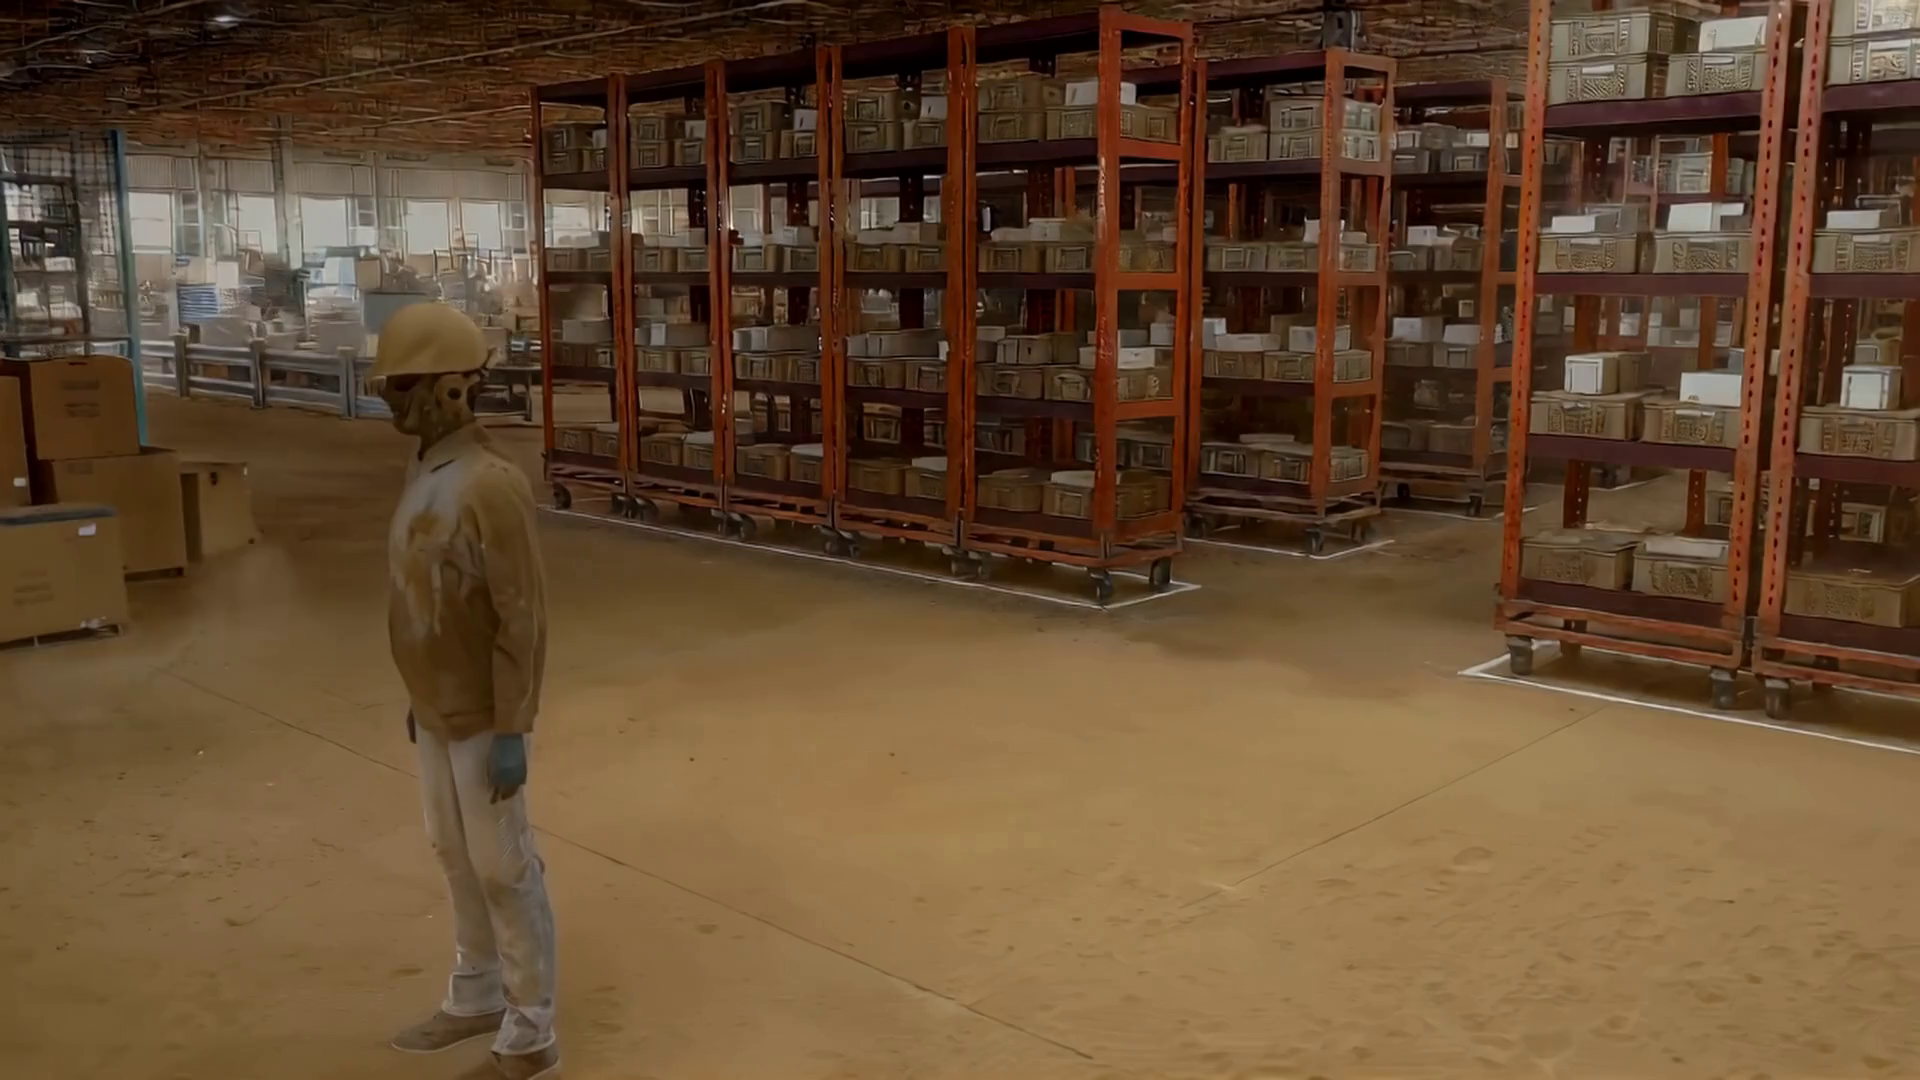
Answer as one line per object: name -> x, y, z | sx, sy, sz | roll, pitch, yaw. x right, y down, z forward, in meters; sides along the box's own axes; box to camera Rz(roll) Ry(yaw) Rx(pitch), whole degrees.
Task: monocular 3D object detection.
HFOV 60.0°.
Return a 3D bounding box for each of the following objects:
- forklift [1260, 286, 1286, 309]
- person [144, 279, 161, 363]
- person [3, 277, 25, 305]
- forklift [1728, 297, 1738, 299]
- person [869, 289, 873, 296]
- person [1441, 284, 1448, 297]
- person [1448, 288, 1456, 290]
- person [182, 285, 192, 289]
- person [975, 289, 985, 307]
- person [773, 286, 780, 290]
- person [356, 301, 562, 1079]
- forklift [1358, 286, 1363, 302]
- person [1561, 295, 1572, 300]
forklift -> 10.822, -9.110, 59.800 | 1.873, 2.768, 1.129 | 9, 13, 43
person -> -17.826, -4.832, 36.703 | 0.400, 1.855, 0.561 | -6, 11, -32
person -> -33.318, -8.428, 58.549 | 0.701, 1.916, 0.662 | 9, 13, 43
forklift -> 19.449, -6.217, 42.064 | 1.873, 2.768, 1.129 | 9, 13, 43
person -> -4.071, -11.108, 75.683 | 0.398, 1.680, 0.556 | -3, 10, -19
person -> 13.743, -6.456, 47.294 | 0.339, 1.670, 0.605 | 4, 10, 24
person -> 16.594, -7.944, 56.173 | 0.544, 1.735, 0.869 | -6, 11, -34
person -> -37.288, -11.883, 80.134 | 0.952, 1.803, 0.644 | -4, 10, -23
person -> 0.772, -8.785, 61.521 | 0.532, 1.674, 0.728 | -9, 13, -44
person -> -8.842, -11.902, 79.911 | 0.392, 1.908, 0.588 | 1, 9, 4
person -> -1.248, 0.408, 4.148 | 0.396, 1.992, 0.623 | -7, 12, -38
forklift -> 11.100, -7.017, 46.970 | 1.873, 2.768, 1.129 | 9, 13, 43
person -> 12.524, -4.435, 34.342 | 0.590, 1.833, 0.404 | -7, 12, -38
